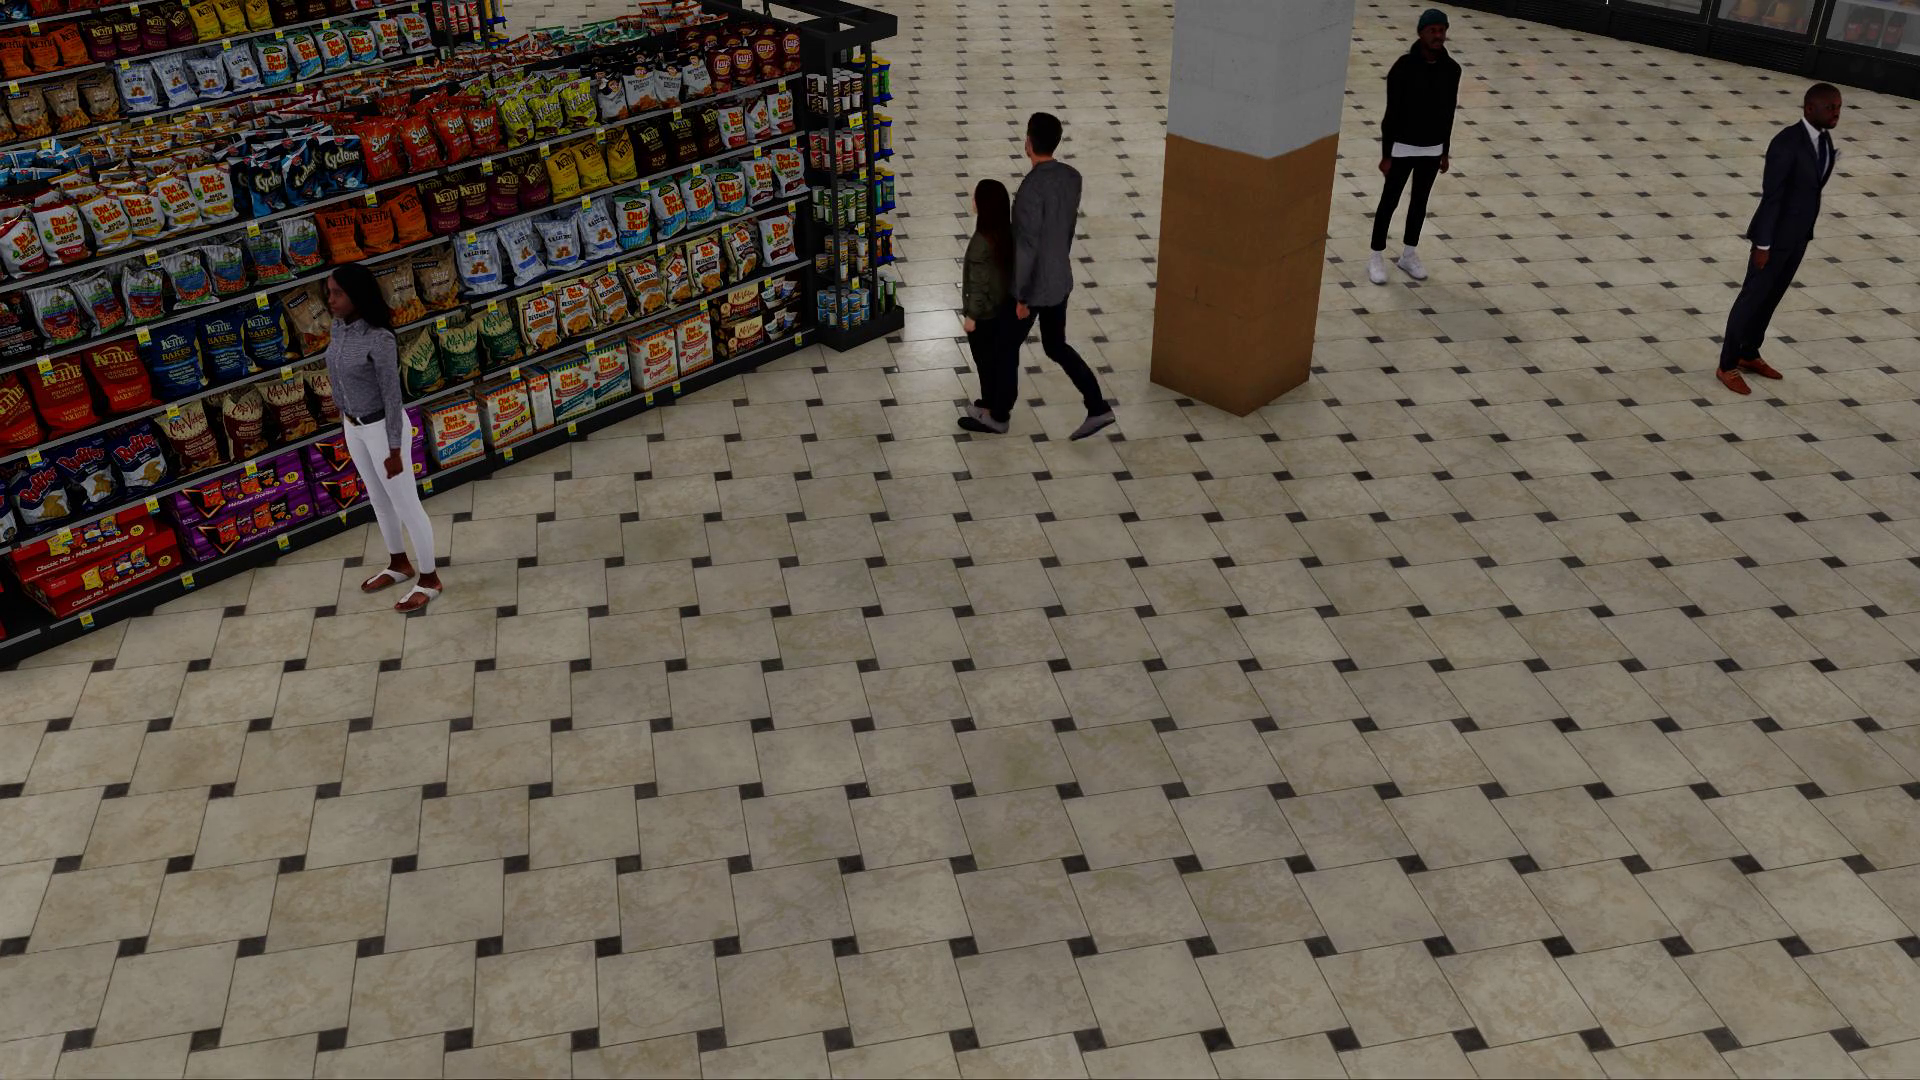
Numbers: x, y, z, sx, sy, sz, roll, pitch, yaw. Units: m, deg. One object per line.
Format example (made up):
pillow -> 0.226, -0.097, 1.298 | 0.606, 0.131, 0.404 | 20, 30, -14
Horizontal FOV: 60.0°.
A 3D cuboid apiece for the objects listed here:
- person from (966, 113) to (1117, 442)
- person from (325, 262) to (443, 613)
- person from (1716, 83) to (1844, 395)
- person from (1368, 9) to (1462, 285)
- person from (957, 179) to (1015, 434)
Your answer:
person -> 0.517, -1.374, 9.087 | 0.872, 1.840, 1.109 | 19, 37, 28
person -> -2.715, -0.485, 7.767 | 0.607, 1.725, 0.548 | 23, 39, 32
person -> 4.820, -1.786, 9.765 | 0.568, 1.824, 0.788 | -21, 38, -30
person -> 3.042, -2.638, 11.140 | 0.717, 1.818, 0.825 | -6, 32, -10
person -> 0.160, -1.317, 9.341 | 0.705, 1.475, 0.561 | 14, 34, 21
